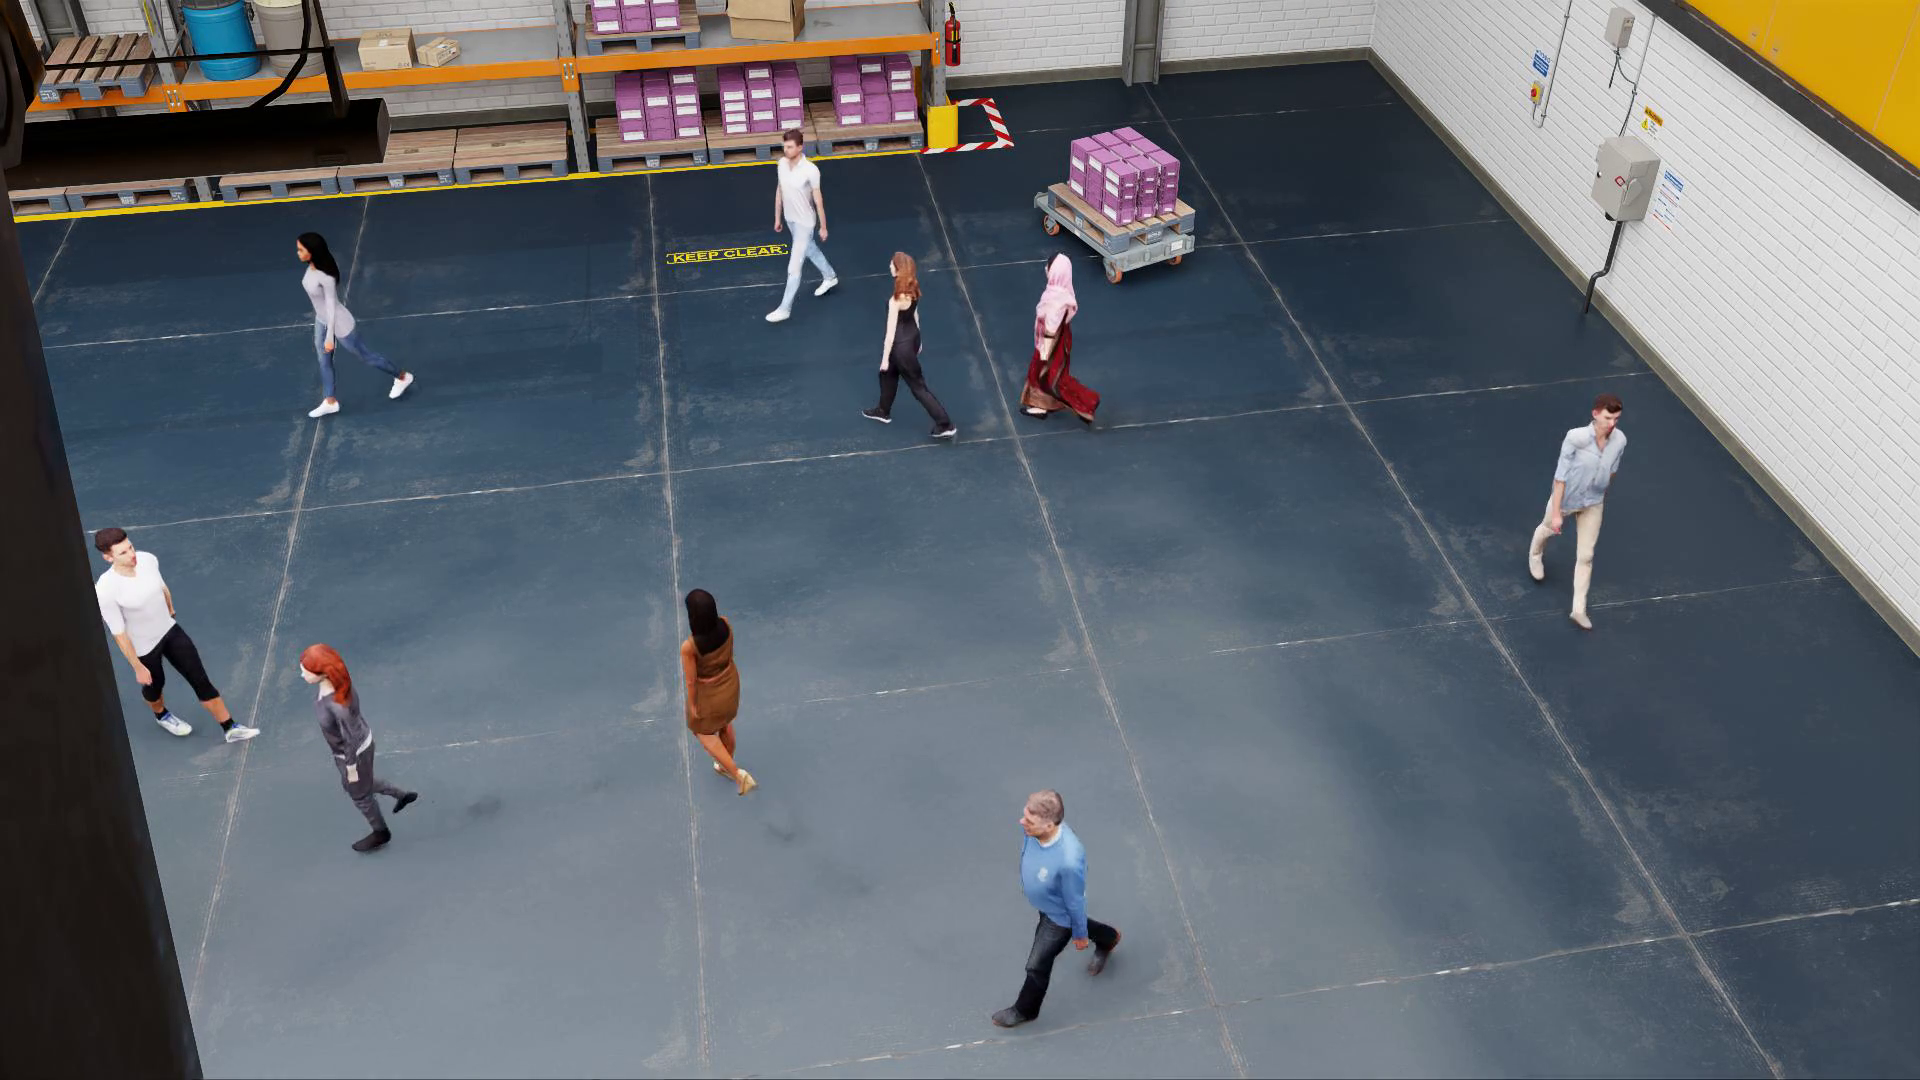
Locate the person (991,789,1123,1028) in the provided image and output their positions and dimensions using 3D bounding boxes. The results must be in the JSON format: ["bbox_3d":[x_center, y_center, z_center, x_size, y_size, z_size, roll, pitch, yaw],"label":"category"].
[{"bbox_3d":[0.625,2.004,9.381,1.251,1.775,0.930,-19,42,-22],"label":"person"}]

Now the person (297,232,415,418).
[{"bbox_3d":[-5.240,-1.863,14.284,1.235,1.699,0.994,-28,46,-30],"label":"person"}]

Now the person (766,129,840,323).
[{"bbox_3d":[-1.432,-3.002,15.627,1.152,1.801,1.303,30,47,32],"label":"person"}]

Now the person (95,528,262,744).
[{"bbox_3d":[-5.433,0.642,11.051,1.241,1.819,1.101,17,42,20],"label":"person"}]

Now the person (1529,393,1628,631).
[{"bbox_3d":[4.512,-0.335,12.290,1.199,1.798,0.867,0,39,0],"label":"person"}]

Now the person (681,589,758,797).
[{"bbox_3d":[-1.525,1.021,10.690,0.857,1.676,0.814,29,47,31],"label":"person"}]

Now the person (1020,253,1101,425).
[{"bbox_3d":[0.876,-1.668,14.103,1.022,1.620,0.826,6,39,8],"label":"person"}]

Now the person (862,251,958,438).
[{"bbox_3d":[-0.374,-1.586,13.930,1.207,1.707,0.991,14,41,17],"label":"person"}]

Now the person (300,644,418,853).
[{"bbox_3d":[-3.679,1.274,10.304,0.795,1.762,0.722,-14,41,-17],"label":"person"}]
